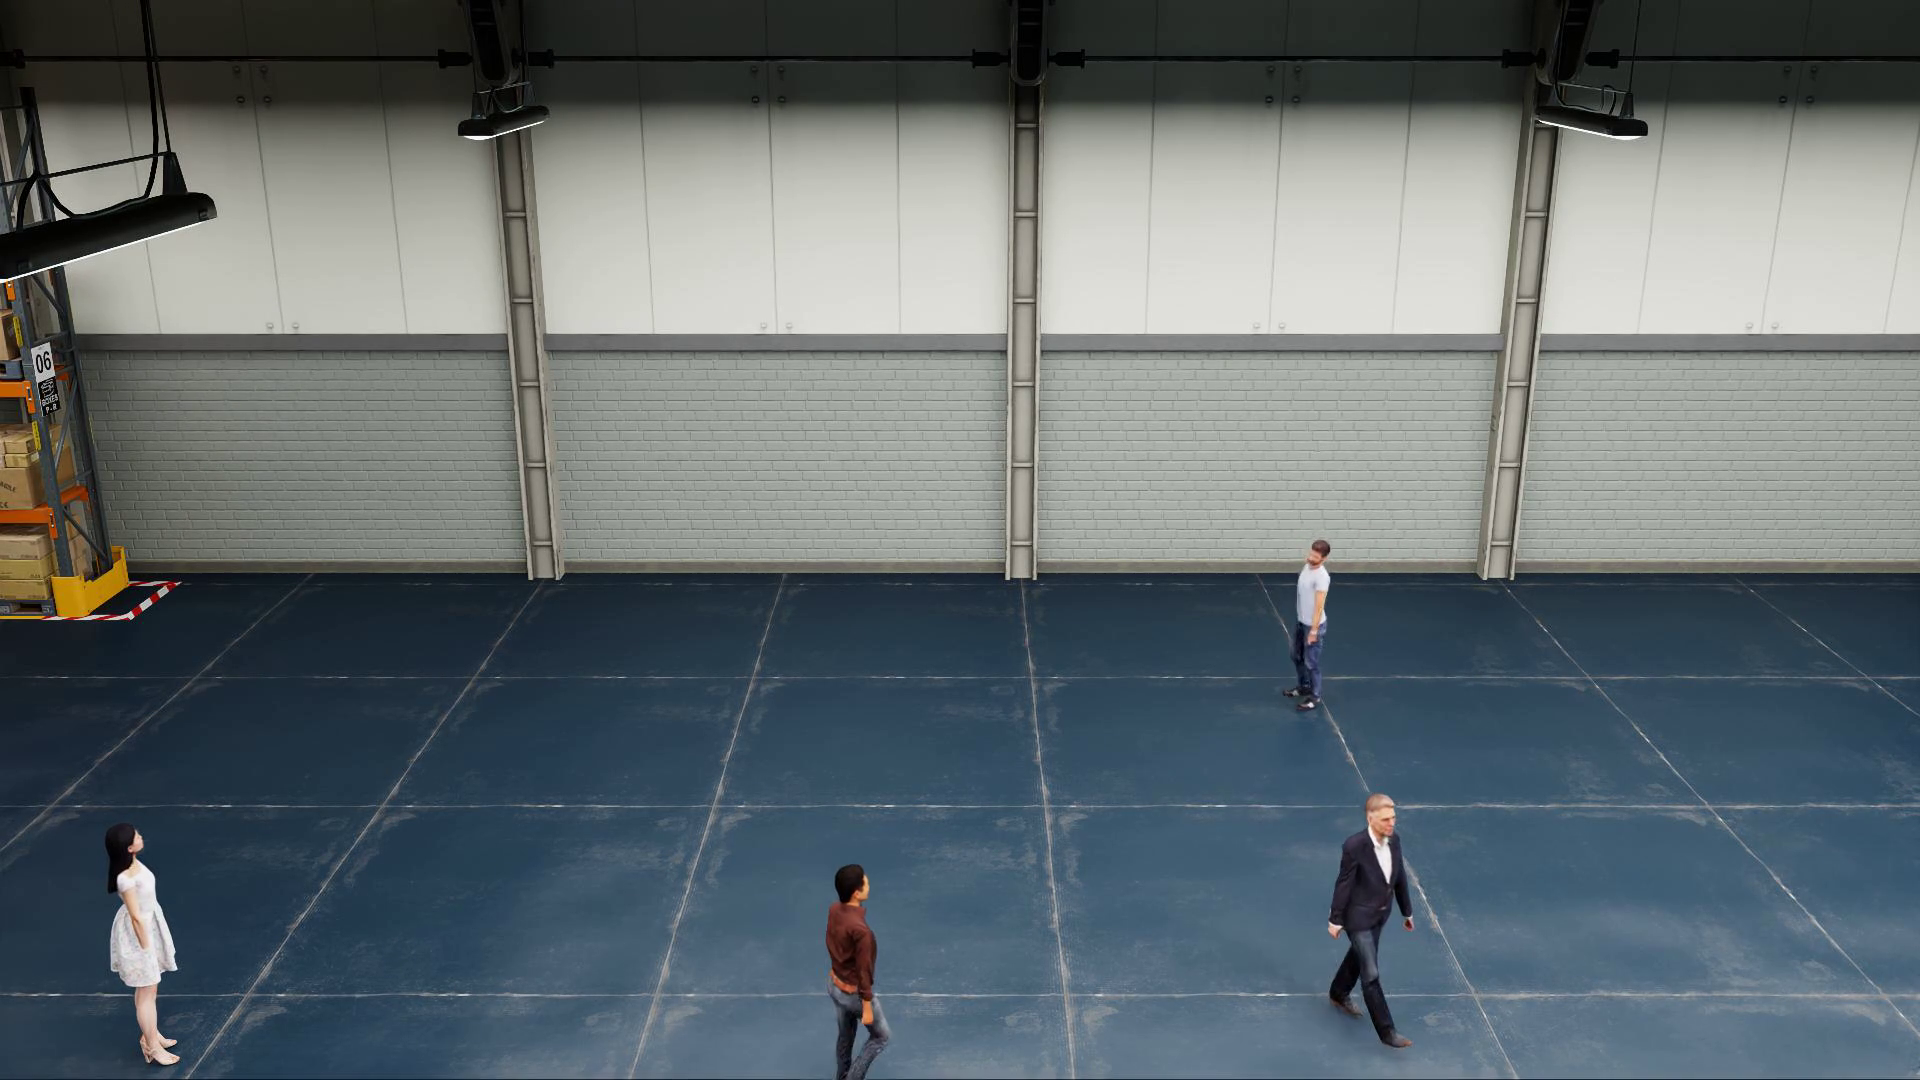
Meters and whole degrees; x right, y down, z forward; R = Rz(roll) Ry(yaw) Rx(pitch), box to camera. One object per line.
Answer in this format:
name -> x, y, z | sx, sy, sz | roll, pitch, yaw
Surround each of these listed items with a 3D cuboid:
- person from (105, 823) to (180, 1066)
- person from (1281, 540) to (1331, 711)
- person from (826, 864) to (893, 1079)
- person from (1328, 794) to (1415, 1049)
person -> -5.520, 2.715, 11.222 | 0.779, 1.772, 0.756 | -9, 20, -24
person -> 3.572, 0.848, 16.843 | 0.662, 1.841, 0.754 | 0, 18, 0
person -> -0.759, 2.910, 10.621 | 0.797, 1.773, 0.782 | -11, 21, -30
person -> 2.800, 2.568, 11.655 | 1.166, 1.782, 1.129 | -11, 21, -30
